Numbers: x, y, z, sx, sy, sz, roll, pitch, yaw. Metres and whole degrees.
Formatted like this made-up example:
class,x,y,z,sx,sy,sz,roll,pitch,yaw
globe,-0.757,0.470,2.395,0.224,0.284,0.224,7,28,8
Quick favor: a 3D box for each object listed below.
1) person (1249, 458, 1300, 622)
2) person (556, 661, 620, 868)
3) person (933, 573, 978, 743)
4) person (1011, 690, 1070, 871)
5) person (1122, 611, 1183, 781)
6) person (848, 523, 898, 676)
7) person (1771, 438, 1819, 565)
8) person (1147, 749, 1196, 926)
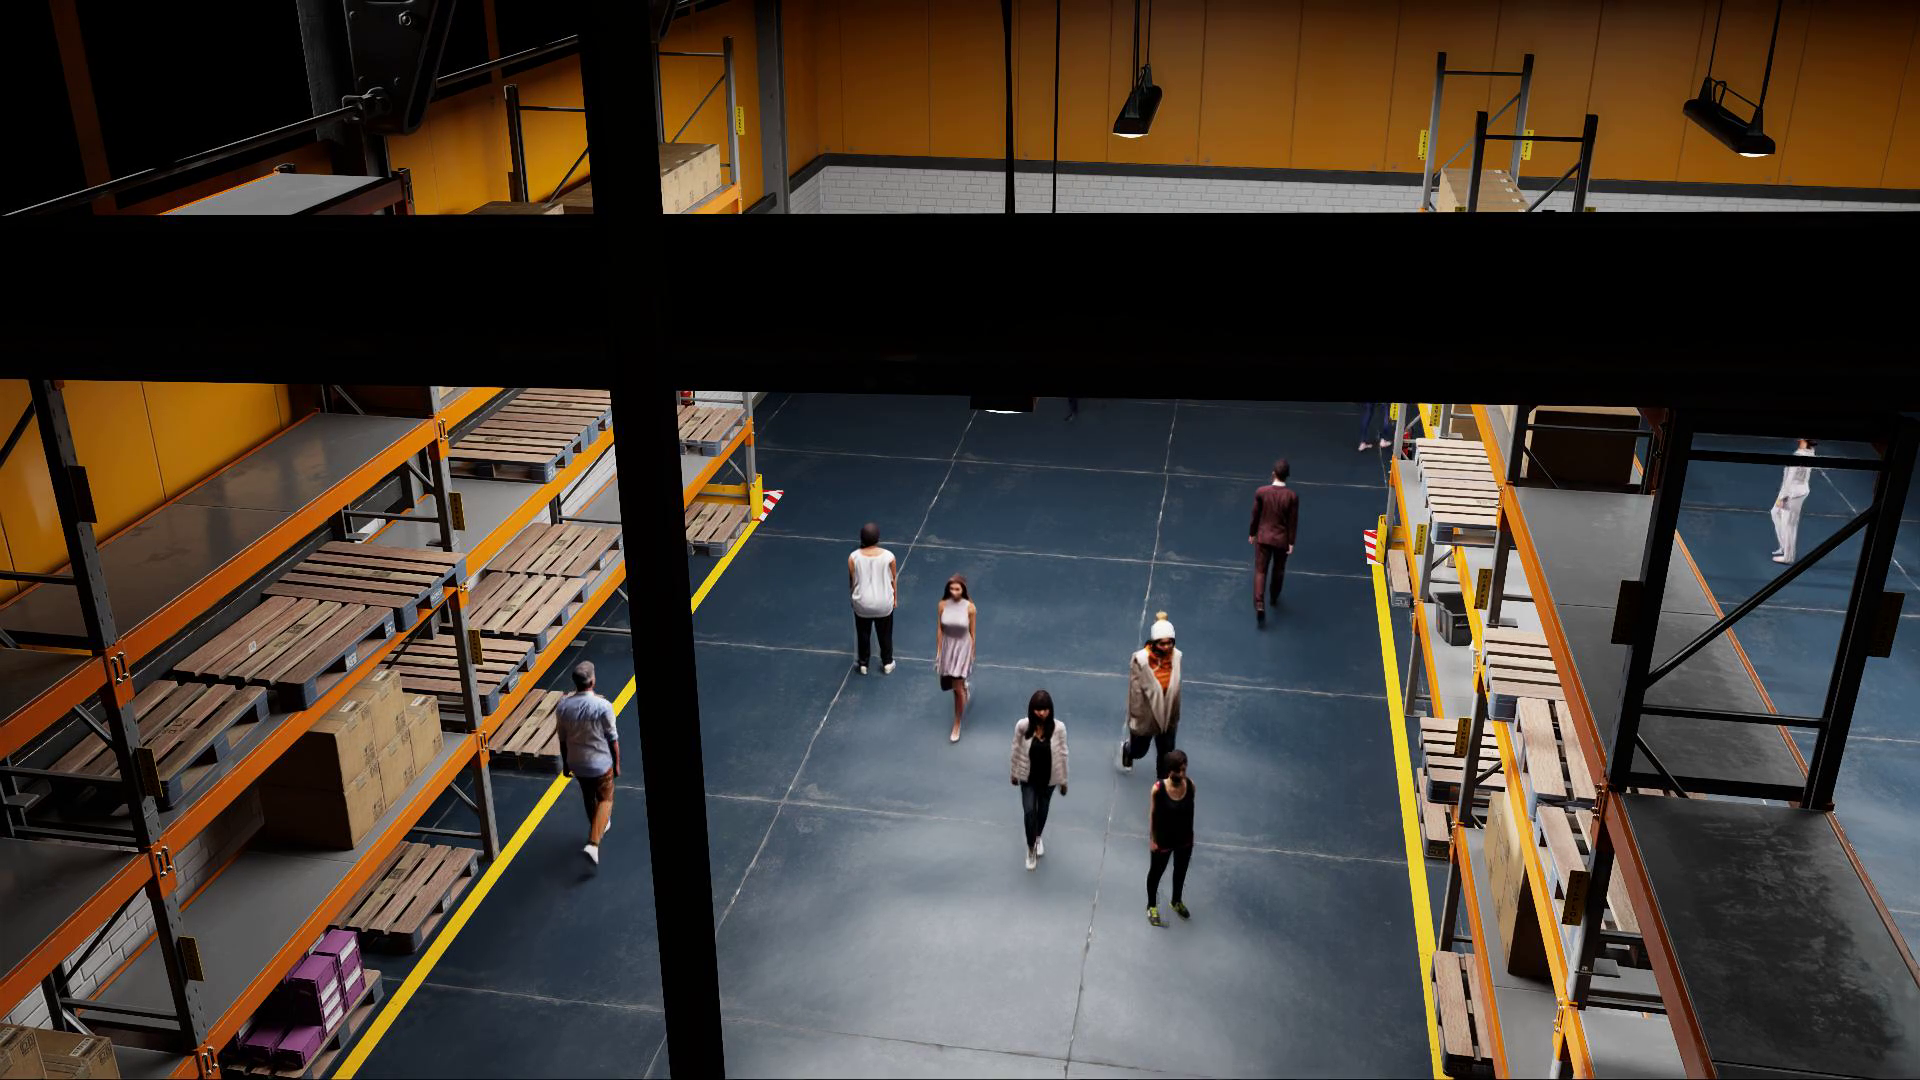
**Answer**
class,x,y,z,sx,sy,sz,roll,pitch,yaw
person,3.491,0.014,18.600,0.762,1.844,1.161,6,24,14
person,-3.189,1.931,14.266,0.690,1.804,1.051,3,24,8
person,-0.009,1.096,16.241,0.640,1.753,0.897,8,25,17
person,0.680,1.983,14.372,0.725,1.625,0.798,-1,24,-2
person,1.730,1.497,15.175,0.957,1.871,1.130,-8,25,-17
person,-0.916,0.608,17.438,0.695,1.687,0.655,0,24,0
person,10.095,-0.519,19.925,0.748,1.760,0.823,-22,32,-40
person,1.718,2.387,13.536,0.620,1.553,0.637,-7,25,-15
